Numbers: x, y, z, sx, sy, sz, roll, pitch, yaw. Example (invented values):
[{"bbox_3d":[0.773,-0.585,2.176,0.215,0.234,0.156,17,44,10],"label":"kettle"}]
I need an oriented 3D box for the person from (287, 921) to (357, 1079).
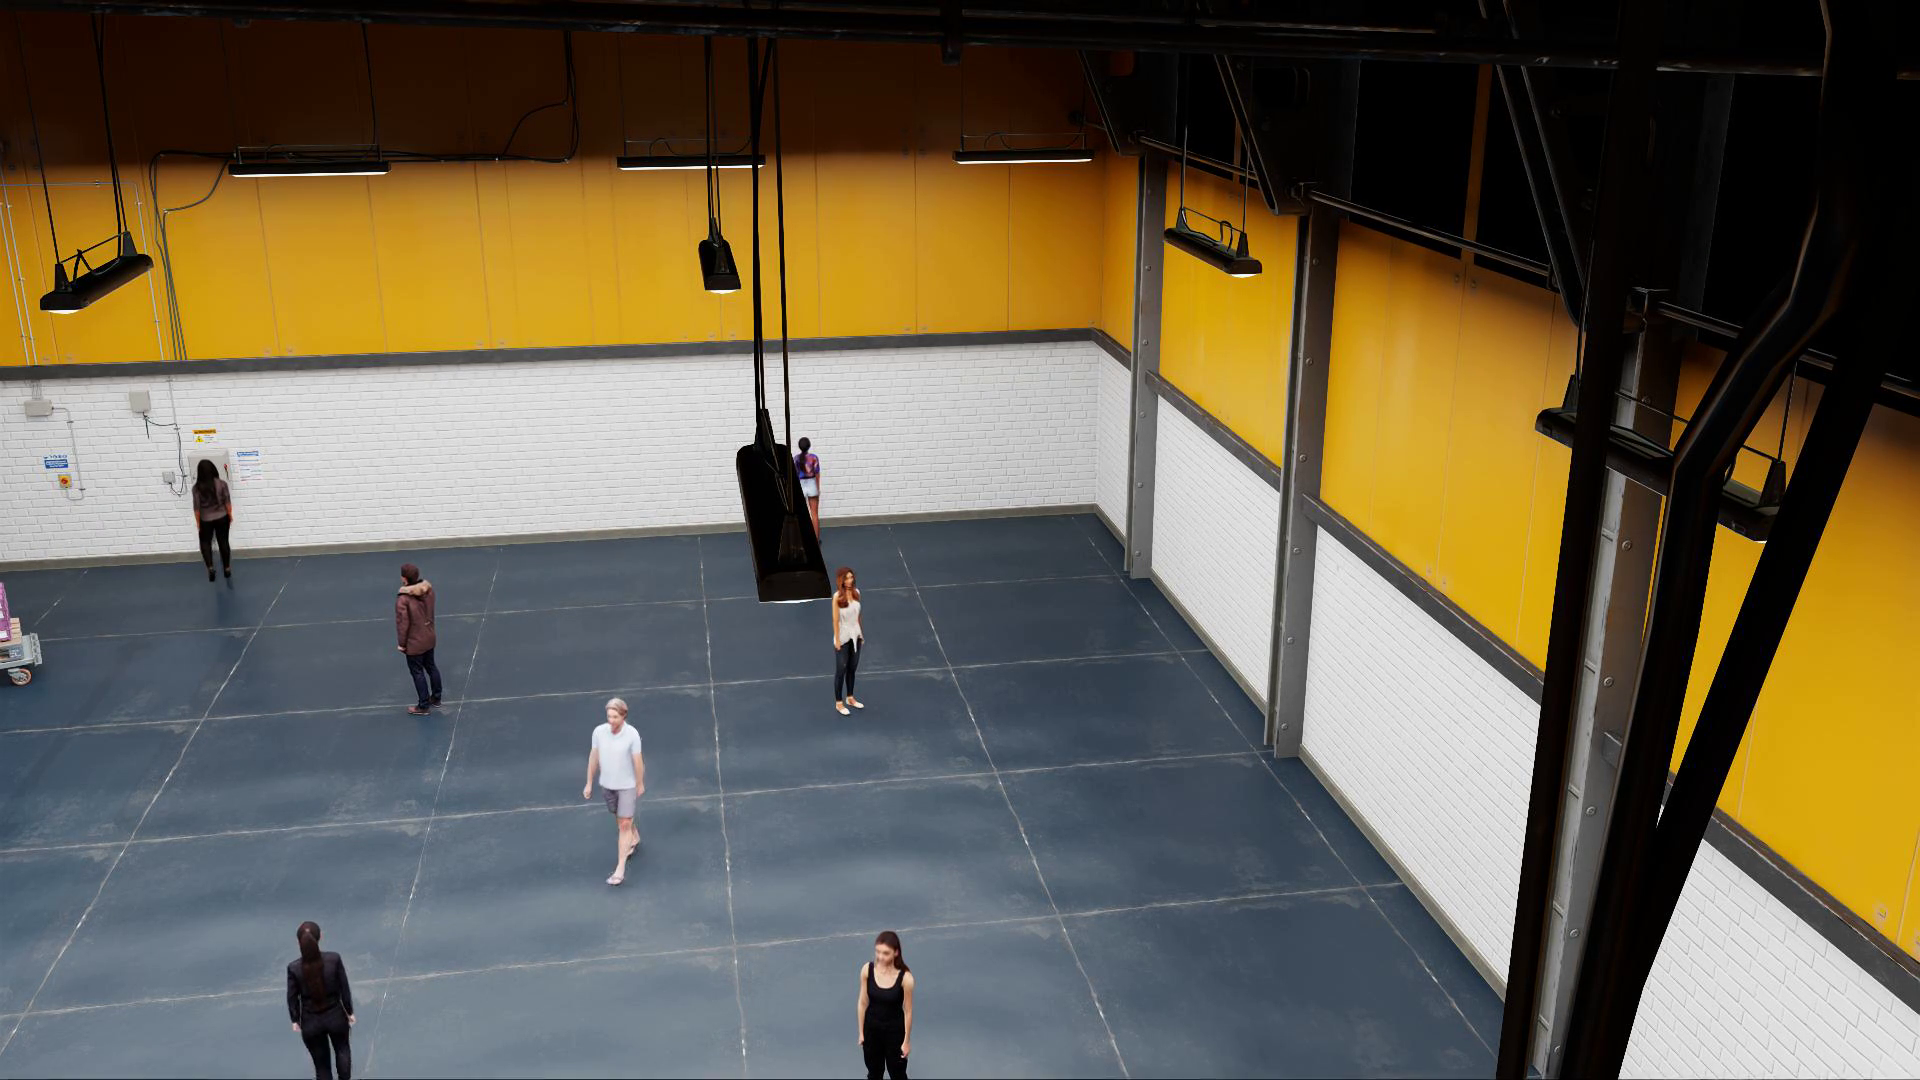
[{"bbox_3d":[-4.732,3.656,12.410,0.675,1.695,0.701,-8,20,-23],"label":"person"}]

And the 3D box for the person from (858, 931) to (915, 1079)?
[{"bbox_3d":[-0.546,3.669,12.379,0.678,1.689,0.701,6,20,18],"label":"person"}]

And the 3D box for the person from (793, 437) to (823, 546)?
[{"bbox_3d":[-2.339,-0.738,25.384,0.610,1.741,0.549,-1,19,-3],"label":"person"}]

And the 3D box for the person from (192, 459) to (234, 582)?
[{"bbox_3d":[-10.651,-0.248,23.787,0.770,1.832,0.805,-10,21,-27],"label":"person"}]

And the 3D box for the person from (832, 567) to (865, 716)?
[{"bbox_3d":[-1.344,1.167,19.660,0.703,1.785,0.666,16,25,40],"label":"person"}]

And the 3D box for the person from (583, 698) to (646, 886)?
[{"bbox_3d":[-3.269,2.347,16.153,1.026,1.785,1.266,6,19,17],"label":"person"}]

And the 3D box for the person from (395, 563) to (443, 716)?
[{"bbox_3d":[-6.378,1.153,19.601,0.929,1.848,0.825,8,20,23],"label":"person"}]
